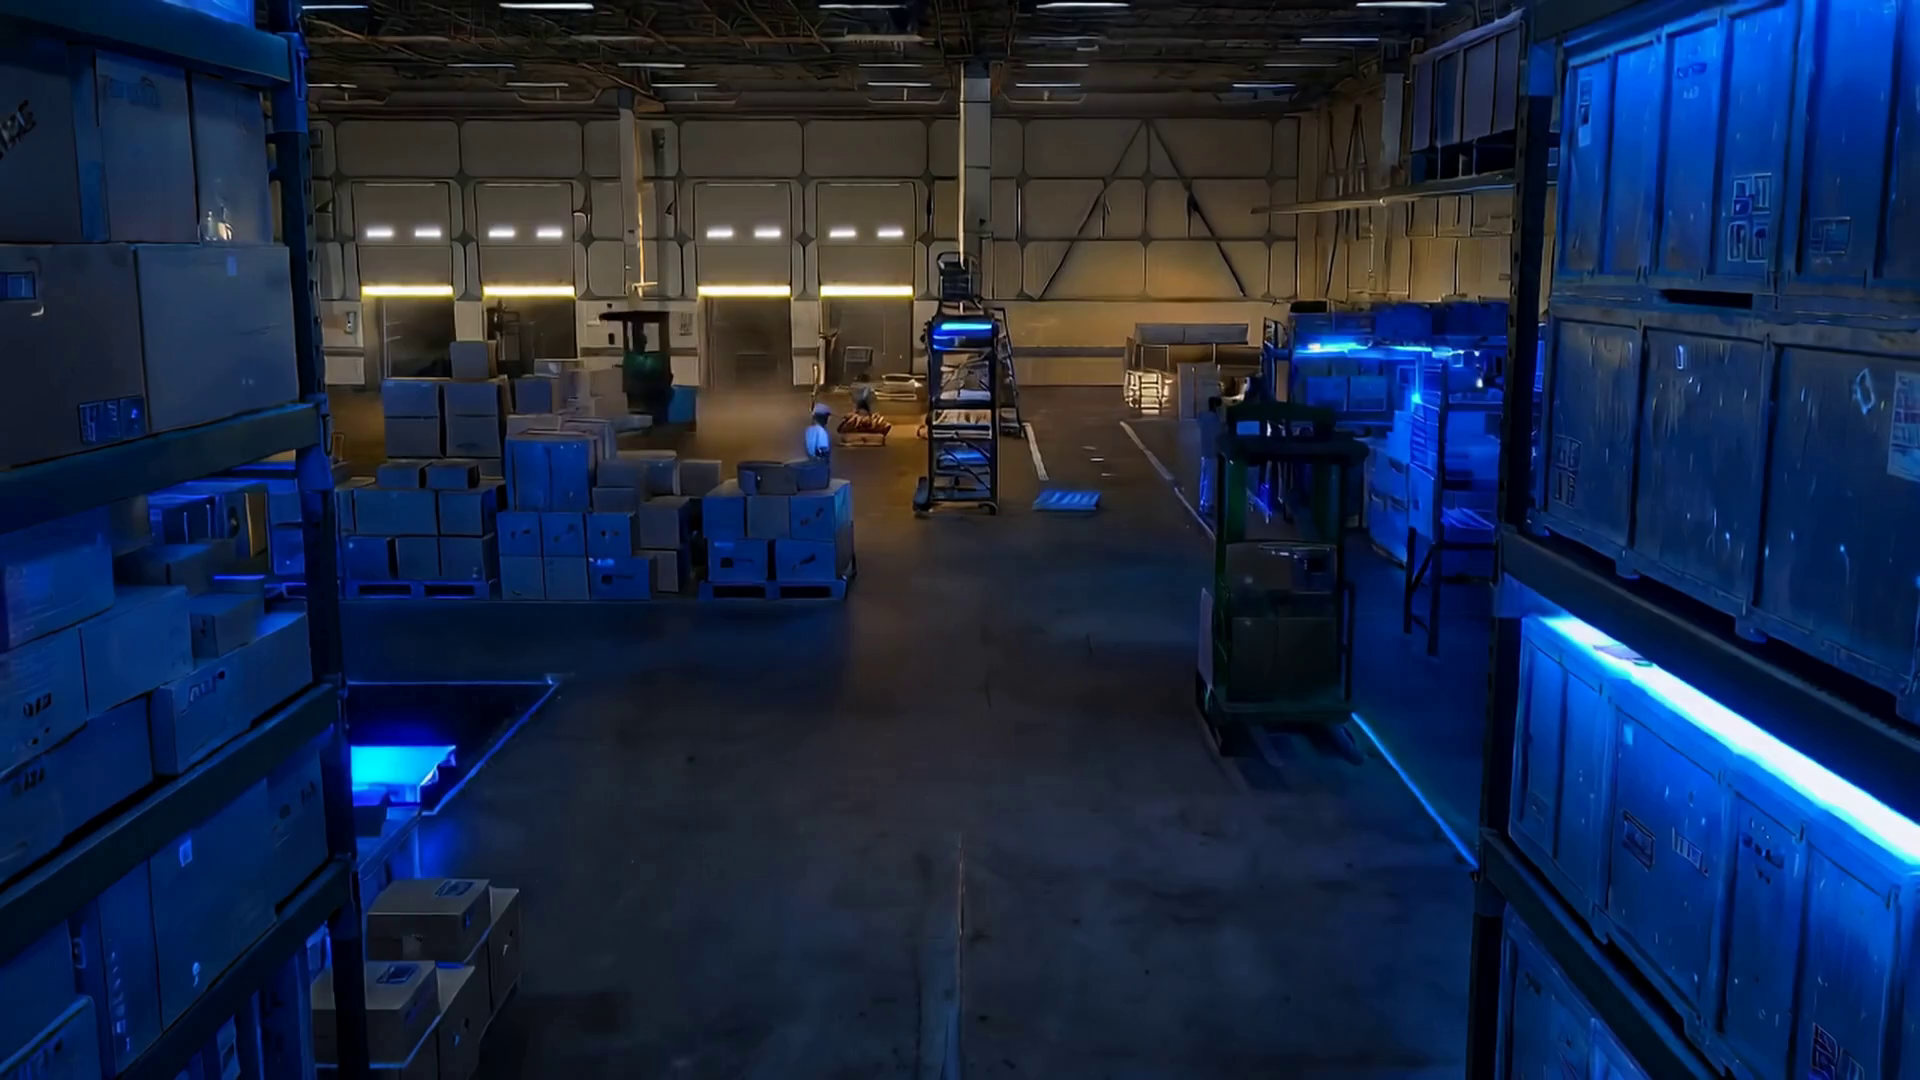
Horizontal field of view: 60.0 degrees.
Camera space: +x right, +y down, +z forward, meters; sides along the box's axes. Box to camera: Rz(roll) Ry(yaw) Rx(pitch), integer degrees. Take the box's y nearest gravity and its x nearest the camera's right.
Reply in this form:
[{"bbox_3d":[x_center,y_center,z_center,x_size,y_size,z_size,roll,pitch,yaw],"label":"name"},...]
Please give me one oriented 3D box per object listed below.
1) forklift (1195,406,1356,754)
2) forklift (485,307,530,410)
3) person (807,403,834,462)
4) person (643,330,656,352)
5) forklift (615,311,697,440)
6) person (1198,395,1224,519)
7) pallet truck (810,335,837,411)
[{"bbox_3d":[2.694,0.240,14.316,1.129,2.768,1.873,0,10,1],"label":"forklift"},{"bbox_3d":[-10.754,-4.150,39.646,1.129,2.768,1.873,0,10,1],"label":"forklift"},{"bbox_3d":[-2.036,-1.050,24.477,0.375,1.935,0.551,-6,11,-30],"label":"person"},{"bbox_3d":[-8.827,-4.968,47.116,0.389,1.930,0.544,-7,12,-36],"label":"person"},{"bbox_3d":[-6.885,-3.733,37.240,1.129,2.768,1.873,5,11,29],"label":"forklift"},{"bbox_3d":[3.918,-1.291,25.864,0.354,1.938,0.636,-3,10,-18],"label":"person"},{"bbox_3d":[-3.021,-4.312,43.126,1.885,1.965,0.823,3,10,17],"label":"pallet truck"}]
